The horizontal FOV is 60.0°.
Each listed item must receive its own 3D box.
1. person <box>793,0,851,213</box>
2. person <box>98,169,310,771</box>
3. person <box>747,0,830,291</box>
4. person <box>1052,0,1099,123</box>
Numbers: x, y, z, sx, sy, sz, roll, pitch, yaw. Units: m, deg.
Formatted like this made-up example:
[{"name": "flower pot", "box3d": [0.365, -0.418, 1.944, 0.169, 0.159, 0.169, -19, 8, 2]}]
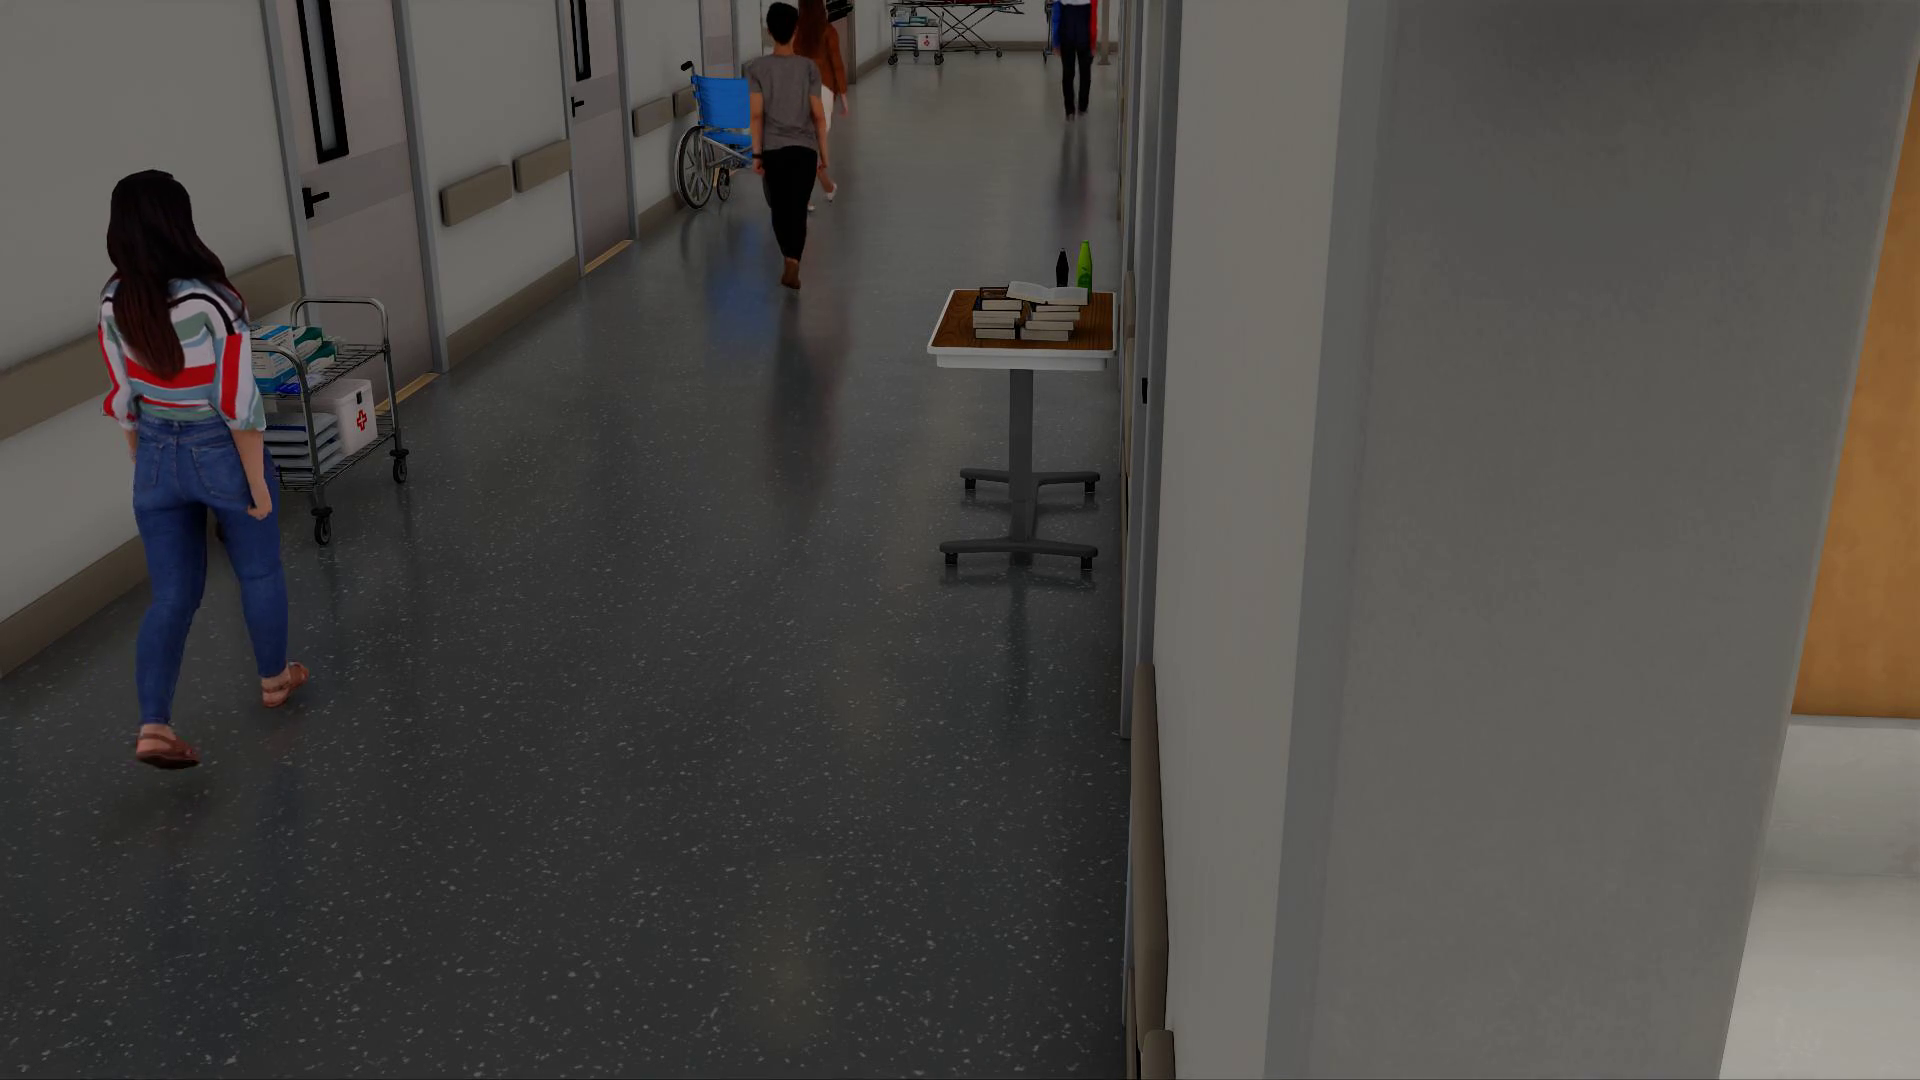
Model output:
[{"name": "person", "box3d": [-1.168, -3.331, 12.729, 0.834, 1.664, 1.119, 7, 22, 18]}, {"name": "person", "box3d": [-2.074, -0.148, 4.439, 0.628, 1.584, 1.039, 1, 21, 1]}, {"name": "person", "box3d": [-1.042, -2.327, 10.059, 0.636, 1.679, 1.131, 1, 21, 1]}, {"name": "person", "box3d": [1.264, -5.493, 18.343, 0.660, 1.732, 0.973, 2, 21, 6]}]
